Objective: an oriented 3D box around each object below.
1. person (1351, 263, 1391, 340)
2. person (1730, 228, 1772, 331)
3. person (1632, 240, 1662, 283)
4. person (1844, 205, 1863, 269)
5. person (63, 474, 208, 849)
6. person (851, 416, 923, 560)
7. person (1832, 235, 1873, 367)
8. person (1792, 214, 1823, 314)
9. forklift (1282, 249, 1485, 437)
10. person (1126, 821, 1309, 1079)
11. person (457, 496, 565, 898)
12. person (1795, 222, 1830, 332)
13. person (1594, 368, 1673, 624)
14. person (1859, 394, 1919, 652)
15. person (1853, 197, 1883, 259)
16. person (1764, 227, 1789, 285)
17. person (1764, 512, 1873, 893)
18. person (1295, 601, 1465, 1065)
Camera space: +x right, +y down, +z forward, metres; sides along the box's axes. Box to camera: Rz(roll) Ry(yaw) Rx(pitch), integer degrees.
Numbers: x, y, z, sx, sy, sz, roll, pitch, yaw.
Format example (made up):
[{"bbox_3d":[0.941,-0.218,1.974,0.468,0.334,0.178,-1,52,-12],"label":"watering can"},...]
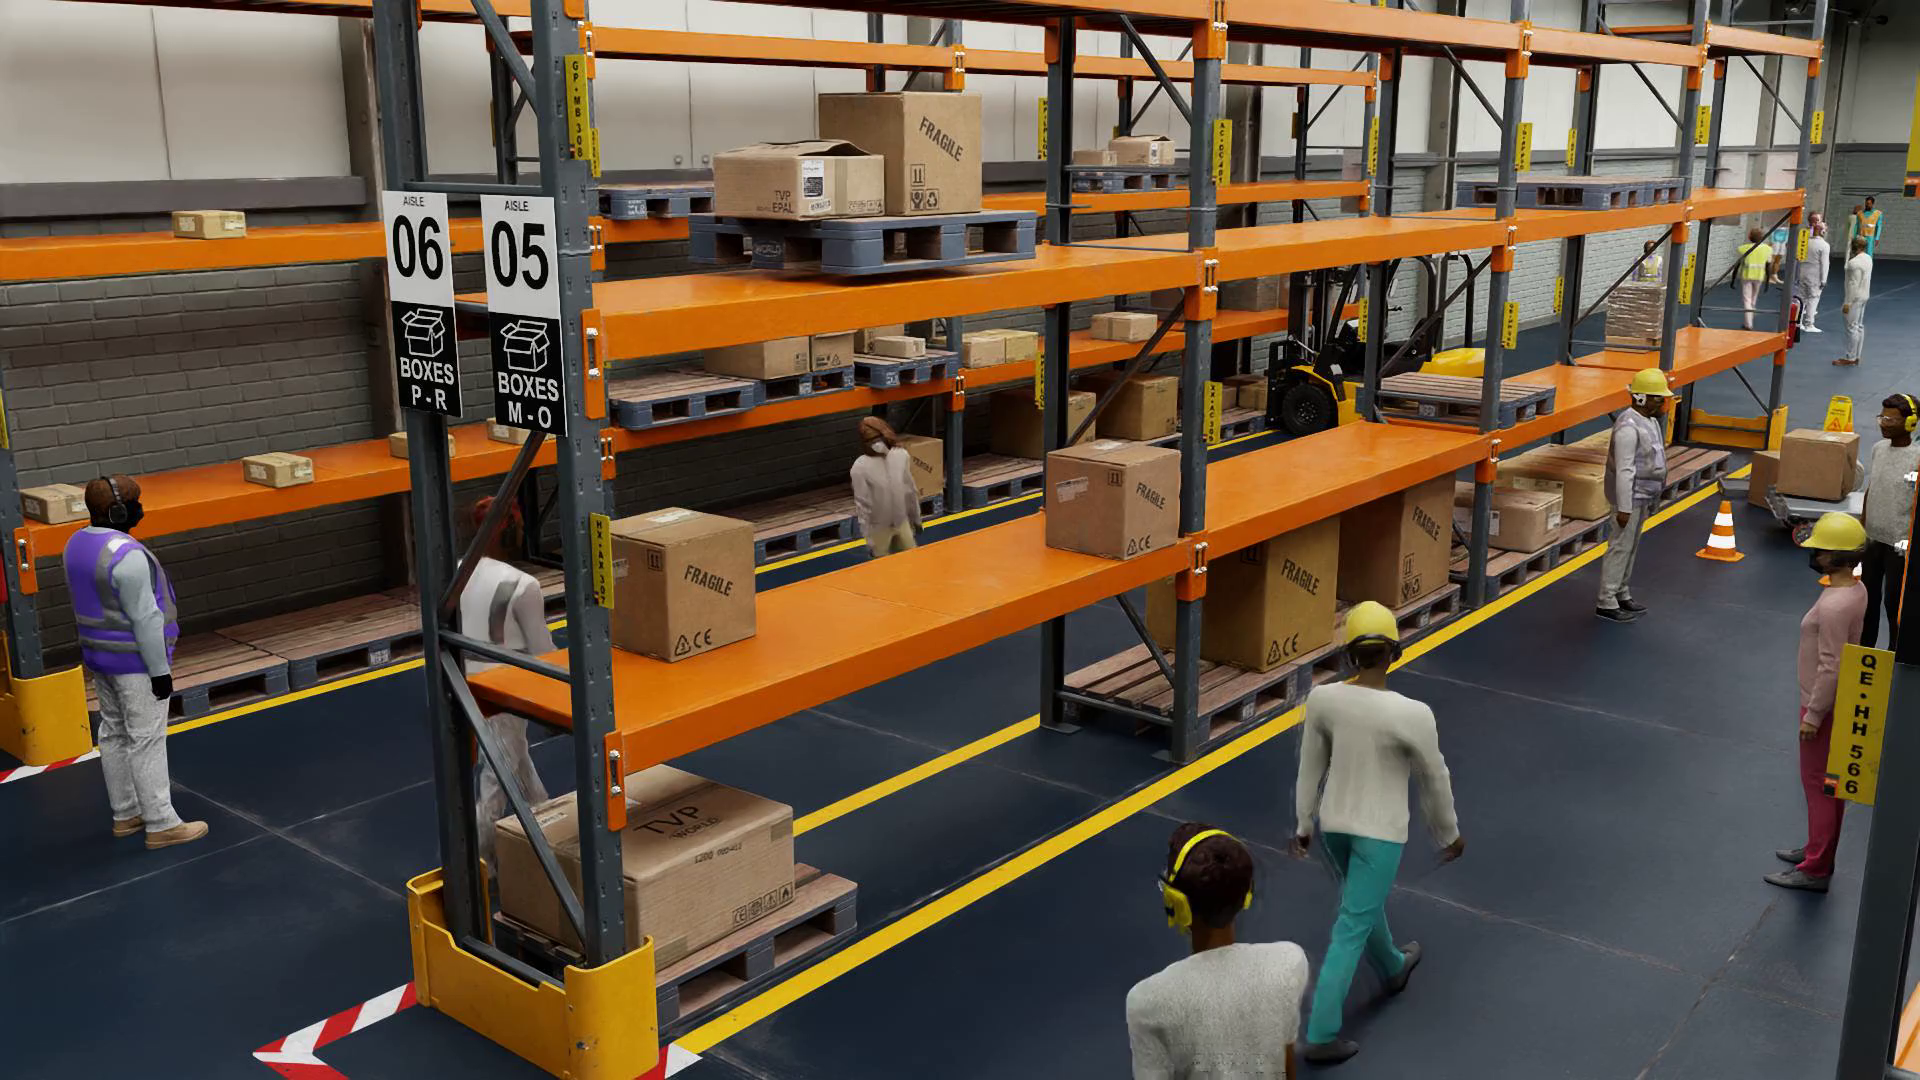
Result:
[{"bbox_3d":[5.393,-2.822,21.922,0.523,1.865,0.317,2,14,8],"label":"person"},{"bbox_3d":[13.845,-4.534,29.095,0.582,1.816,0.959,2,14,7],"label":"person"},{"bbox_3d":[11.696,-4.288,28.354,0.522,1.639,0.305,-2,14,-7],"label":"person"},{"bbox_3d":[22.925,-7.753,42.548,0.824,1.594,0.502,-12,18,-40],"label":"person"},{"bbox_3d":[-4.023,0.586,8.093,0.621,1.845,0.429,10,17,35],"label":"person"},{"bbox_3d":[-0.490,-0.061,11.239,0.589,1.598,0.347,-10,17,-36],"label":"person"},{"bbox_3d":[13.308,-3.551,24.742,0.631,1.936,0.362,-13,19,-43],"label":"person"},{"bbox_3d":[16.281,-5.278,31.859,0.399,1.900,0.644,-4,14,-14],"label":"person"},{"bbox_3d":[4.886,-2.214,18.767,2.313,2.155,1.214,11,18,38],"label":"forklift"},{"bbox_3d":[0.642,1.577,4.087,0.514,1.836,0.895,-4,14,-15],"label":"person"},{"bbox_3d":[-2.023,0.694,7.656,0.591,1.836,0.891,10,17,34],"label":"person"},{"bbox_3d":[14.893,-4.578,29.018,0.400,1.900,0.636,-4,14,-17],"label":"person"},{"bbox_3d":[4.787,-0.315,11.811,0.404,1.825,0.594,10,17,34],"label":"person"},{"bbox_3d":[5.786,0.012,10.375,0.309,1.868,0.535,-3,14,-13],"label":"person"},{"bbox_3d":[21.734,-7.257,39.874,0.372,1.915,0.596,-11,18,-39],"label":"person"},{"bbox_3d":[18.733,-6.856,37.984,0.615,2.039,0.388,-8,16,-28],"label":"person"},{"bbox_3d":[3.943,0.739,7.630,0.321,1.766,0.535,10,17,35],"label":"person"},{"bbox_3d":[1.588,1.082,6.340,0.941,1.705,0.549,-12,18,-40],"label":"person"}]
